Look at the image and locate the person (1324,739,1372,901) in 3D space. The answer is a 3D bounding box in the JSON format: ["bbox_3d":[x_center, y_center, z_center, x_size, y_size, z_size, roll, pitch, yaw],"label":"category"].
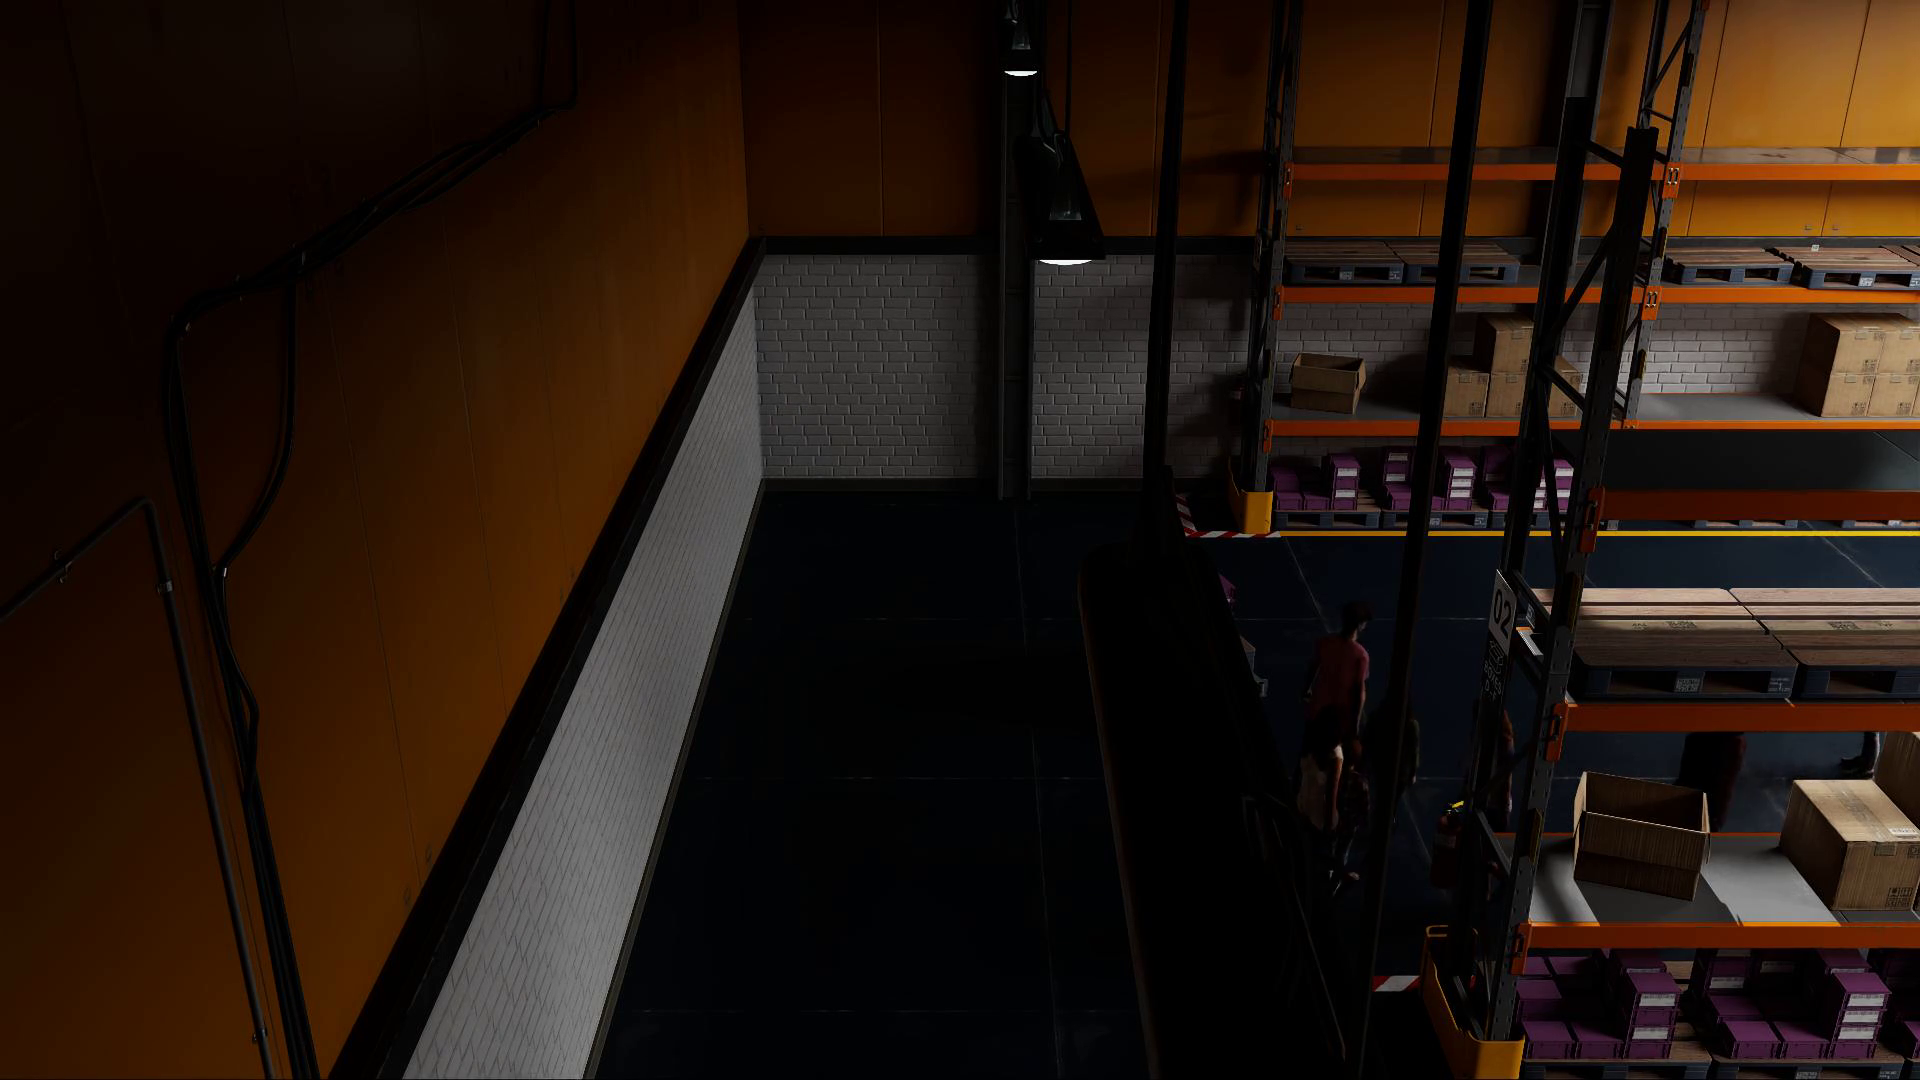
[{"bbox_3d":[2.765,2.064,12.142,0.731,1.290,0.770,13,27,27],"label":"person"}]

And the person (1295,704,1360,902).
[{"bbox_3d":[2.607,1.949,11.835,1.131,1.748,0.791,-5,24,-12],"label":"person"}]

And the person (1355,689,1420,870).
[{"bbox_3d":[3.297,1.739,12.701,1.016,1.438,1.015,17,29,34],"label":"person"}]

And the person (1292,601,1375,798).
[{"bbox_3d":[2.823,1.415,12.850,1.187,1.913,1.208,15,28,31],"label":"person"}]

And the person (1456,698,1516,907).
[{"bbox_3d":[3.889,1.896,12.015,0.730,1.699,0.688,-7,25,-15],"label":"person"}]
